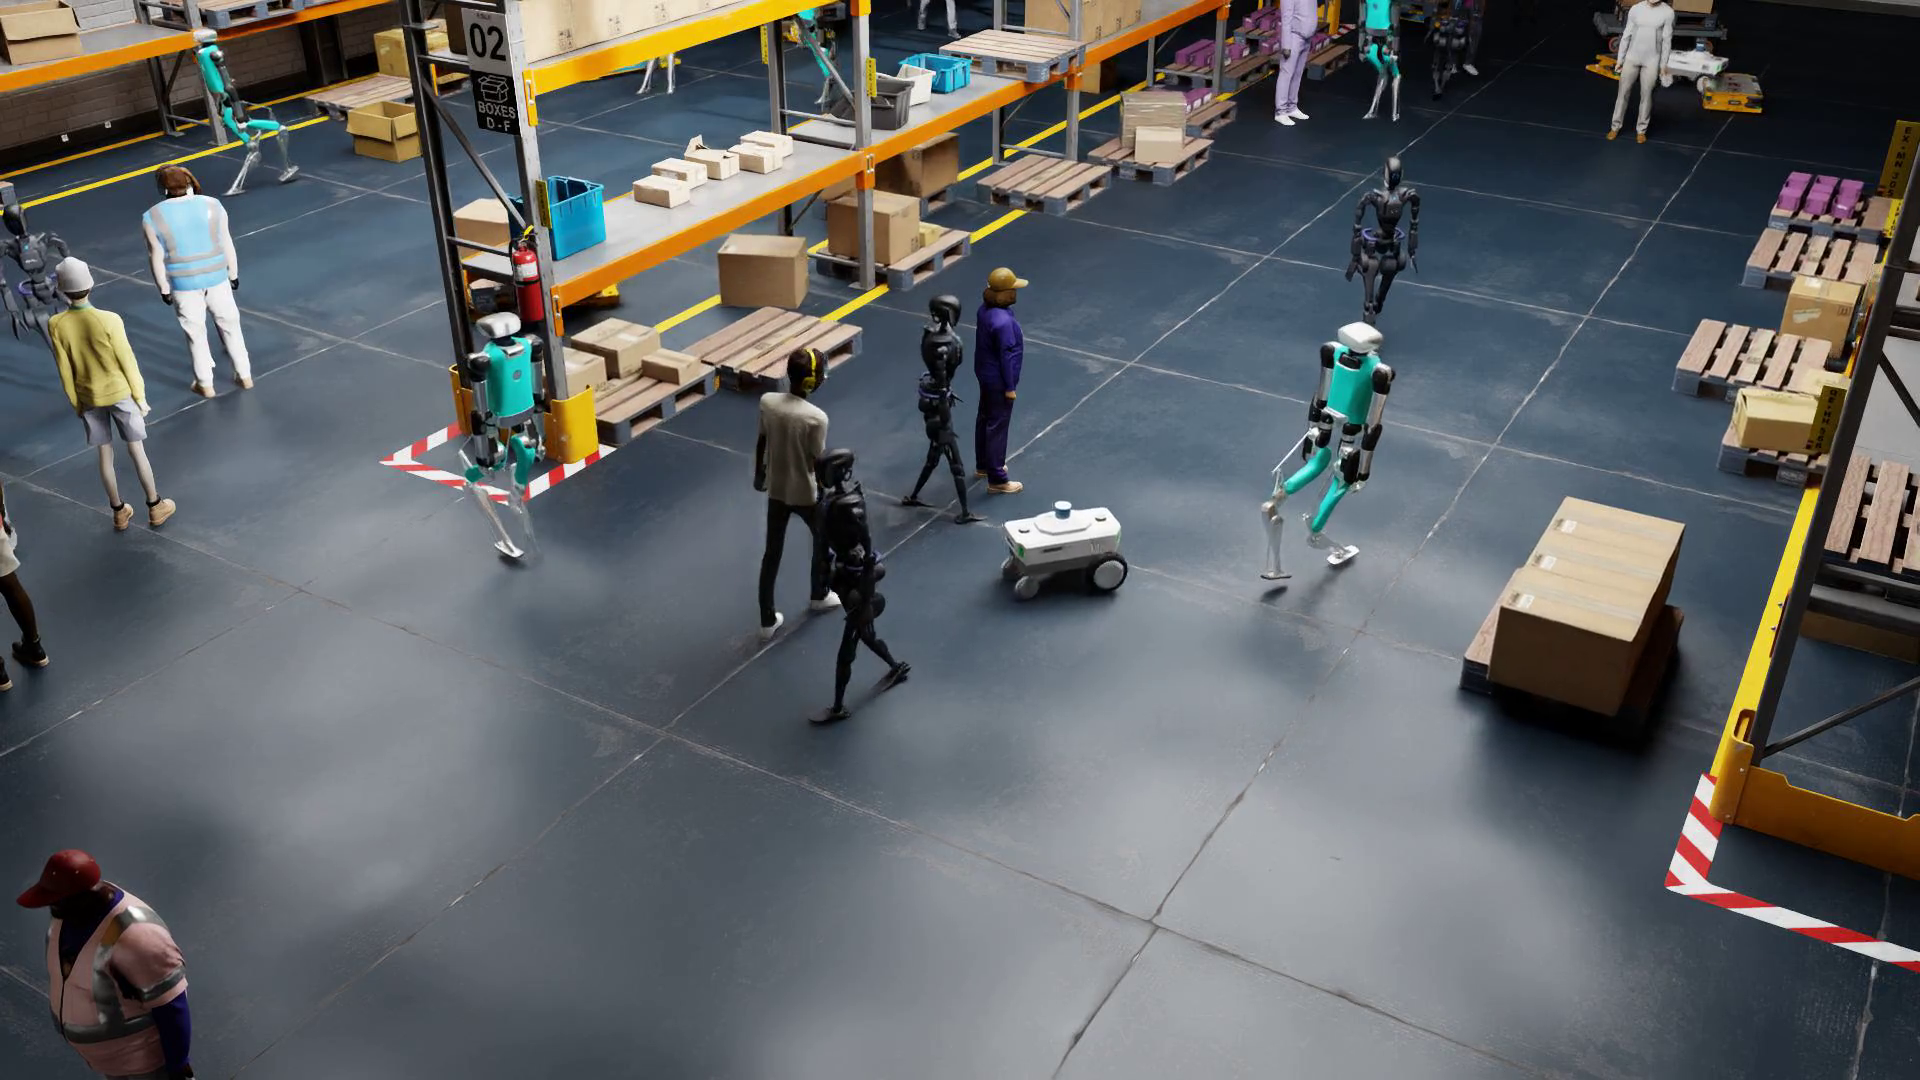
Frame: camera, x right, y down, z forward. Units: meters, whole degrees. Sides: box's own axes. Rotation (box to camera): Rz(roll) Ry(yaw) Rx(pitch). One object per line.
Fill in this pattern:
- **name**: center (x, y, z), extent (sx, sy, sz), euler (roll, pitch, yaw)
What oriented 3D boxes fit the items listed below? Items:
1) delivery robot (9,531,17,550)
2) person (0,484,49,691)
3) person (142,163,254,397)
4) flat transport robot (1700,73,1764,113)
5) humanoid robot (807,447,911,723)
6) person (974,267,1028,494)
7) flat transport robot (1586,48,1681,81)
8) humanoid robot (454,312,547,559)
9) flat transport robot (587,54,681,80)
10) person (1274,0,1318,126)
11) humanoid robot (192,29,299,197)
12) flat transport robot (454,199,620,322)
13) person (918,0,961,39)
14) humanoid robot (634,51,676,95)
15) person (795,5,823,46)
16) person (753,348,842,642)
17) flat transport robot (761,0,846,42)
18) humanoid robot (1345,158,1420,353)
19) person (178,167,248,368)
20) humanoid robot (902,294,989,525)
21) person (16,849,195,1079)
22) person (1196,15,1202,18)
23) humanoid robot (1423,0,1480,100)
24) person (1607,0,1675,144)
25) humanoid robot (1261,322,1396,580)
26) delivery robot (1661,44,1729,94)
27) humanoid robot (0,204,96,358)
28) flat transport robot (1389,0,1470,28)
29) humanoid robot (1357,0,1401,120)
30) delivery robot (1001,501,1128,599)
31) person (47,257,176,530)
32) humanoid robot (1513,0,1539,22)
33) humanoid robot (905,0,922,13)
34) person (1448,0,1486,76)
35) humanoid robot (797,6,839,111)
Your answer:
- **delivery robot**: center (-6.514, -0.037, 10.697), extent (0.499, 0.575, 0.757), euler (8, 30, 13)
- **person**: center (-5.602, -0.054, 9.314), extent (0.371, 1.965, 0.606), euler (13, 32, 22)
- **person**: center (-5.923, -2.015, 12.922), extent (0.624, 1.838, 0.431), euler (-20, 35, -31)
- **flat transport robot**: center (9.691, -5.649, 20.935), extent (0.659, 0.231, 1.431), euler (9, 31, 16)
- **humanoid robot**: center (-0.561, 0.218, 9.170), extent (0.737, 1.630, 0.600), euler (-17, 34, -27)
- **person**: center (0.286, -1.118, 11.539), extent (0.347, 1.622, 0.464), euler (-9, 31, -15)
- **flat transport robot**: center (9.134, -6.323, 22.126), extent (1.431, 0.231, 0.659), euler (-10, 31, -18)
- **humanoid robot**: center (-2.967, -0.603, 10.616), extent (0.728, 1.878, 0.542), euler (22, 36, 34)
- **flat transport robot**: center (-4.532, -6.406, 22.274), extent (1.431, 0.231, 0.659), euler (-22, 36, -34)
- **person**: center (4.021, -5.921, 19.760), extent (0.410, 1.902, 0.639), euler (21, 36, 32)
- **humanoid robot**: center (-7.442, -4.536, 17.536), extent (0.532, 1.774, 1.018), euler (25, 38, 37)
- **flat transport robot**: center (-3.819, -2.215, 14.860), extent (1.431, 0.231, 0.659), euler (-11, 31, -18)
- **person**: center (-0.309, -8.202, 23.794), extent (0.495, 1.900, 0.799), euler (-10, 31, -17)
- **humanoid robot**: center (-3.876, -6.504, 20.944), extent (0.532, 1.746, 0.765), euler (12, 32, 20)
- **person**: center (-2.092, -7.634, 22.966), extent (0.563, 1.720, 0.807), euler (-6, 30, -10)
- **person**: center (-0.990, -0.305, 9.909), extent (0.641, 1.827, 0.796), euler (15, 33, 25)
- **flat transport robot**: center (-2.395, -7.518, 24.241), extent (0.659, 0.231, 1.431), euler (-14, 32, -24)
- **humanoid robot**: center (3.504, -2.347, 13.696), extent (0.608, 1.628, 0.743), euler (-4, 30, -7)
- **person**: center (-6.156, -2.220, 13.480), extent (0.285, 1.633, 0.499), euler (21, 35, 32)
- **humanoid robot**: center (-0.099, -0.905, 11.144), extent (0.609, 1.635, 0.624), euler (0, 29, 0)
- **person**: center (-3.087, 1.844, 6.172), extent (0.625, 1.751, 0.420), euler (16, 33, 26)
- **person**: center (3.356, -8.570, 24.622), extent (0.790, 1.716, 0.582), euler (-15, 33, -25)
- **humanoid robot**: center (6.082, -6.288, 20.650), extent (0.602, 1.633, 0.481), euler (9, 31, 15)
- **person**: center (7.815, -5.500, 19.036), extent (0.560, 1.888, 0.399), euler (15, 33, 24)
- **humanoid robot**: center (2.208, -0.453, 10.301), extent (1.033, 1.764, 0.558), euler (-20, 35, -32)
- **delivery robot**: center (9.467, -6.054, 21.357), extent (0.781, 0.591, 0.499), euler (24, 37, 36)
- **humanoid robot**: center (-6.960, -1.818, 12.737), extent (0.616, 1.633, 0.444), euler (-14, 32, -23)
- **flat transport robot**: center (6.910, -7.882, 24.884), extent (0.659, 0.231, 1.431), euler (-26, 39, -38)
- **humanoid robot**: center (5.087, -5.902, 19.904), extent (0.597, 1.783, 0.822), euler (20, 35, 32)
- **delivery robot**: center (0.644, 0.034, 10.579), extent (0.758, 0.583, 0.499), euler (-9, 31, -15)
- **person**: center (-5.625, -0.945, 10.965), extent (0.485, 1.894, 0.378), euler (-6, 30, -10)
- **humanoid robot**: center (8.470, -8.540, 24.612), extent (0.601, 1.653, 0.328), euler (2, 30, 4)
- **humanoid robot**: center (-0.706, -8.824, 25.133), extent (0.587, 1.649, 0.381), euler (-3, 30, -5)
- **person**: center (6.660, -6.987, 21.717), extent (0.551, 1.825, 0.651), euler (-3, 30, -6)
- **humanoid robot**: center (-1.643, -6.092, 20.286), extent (0.757, 1.845, 0.549), euler (-20, 35, -31)
